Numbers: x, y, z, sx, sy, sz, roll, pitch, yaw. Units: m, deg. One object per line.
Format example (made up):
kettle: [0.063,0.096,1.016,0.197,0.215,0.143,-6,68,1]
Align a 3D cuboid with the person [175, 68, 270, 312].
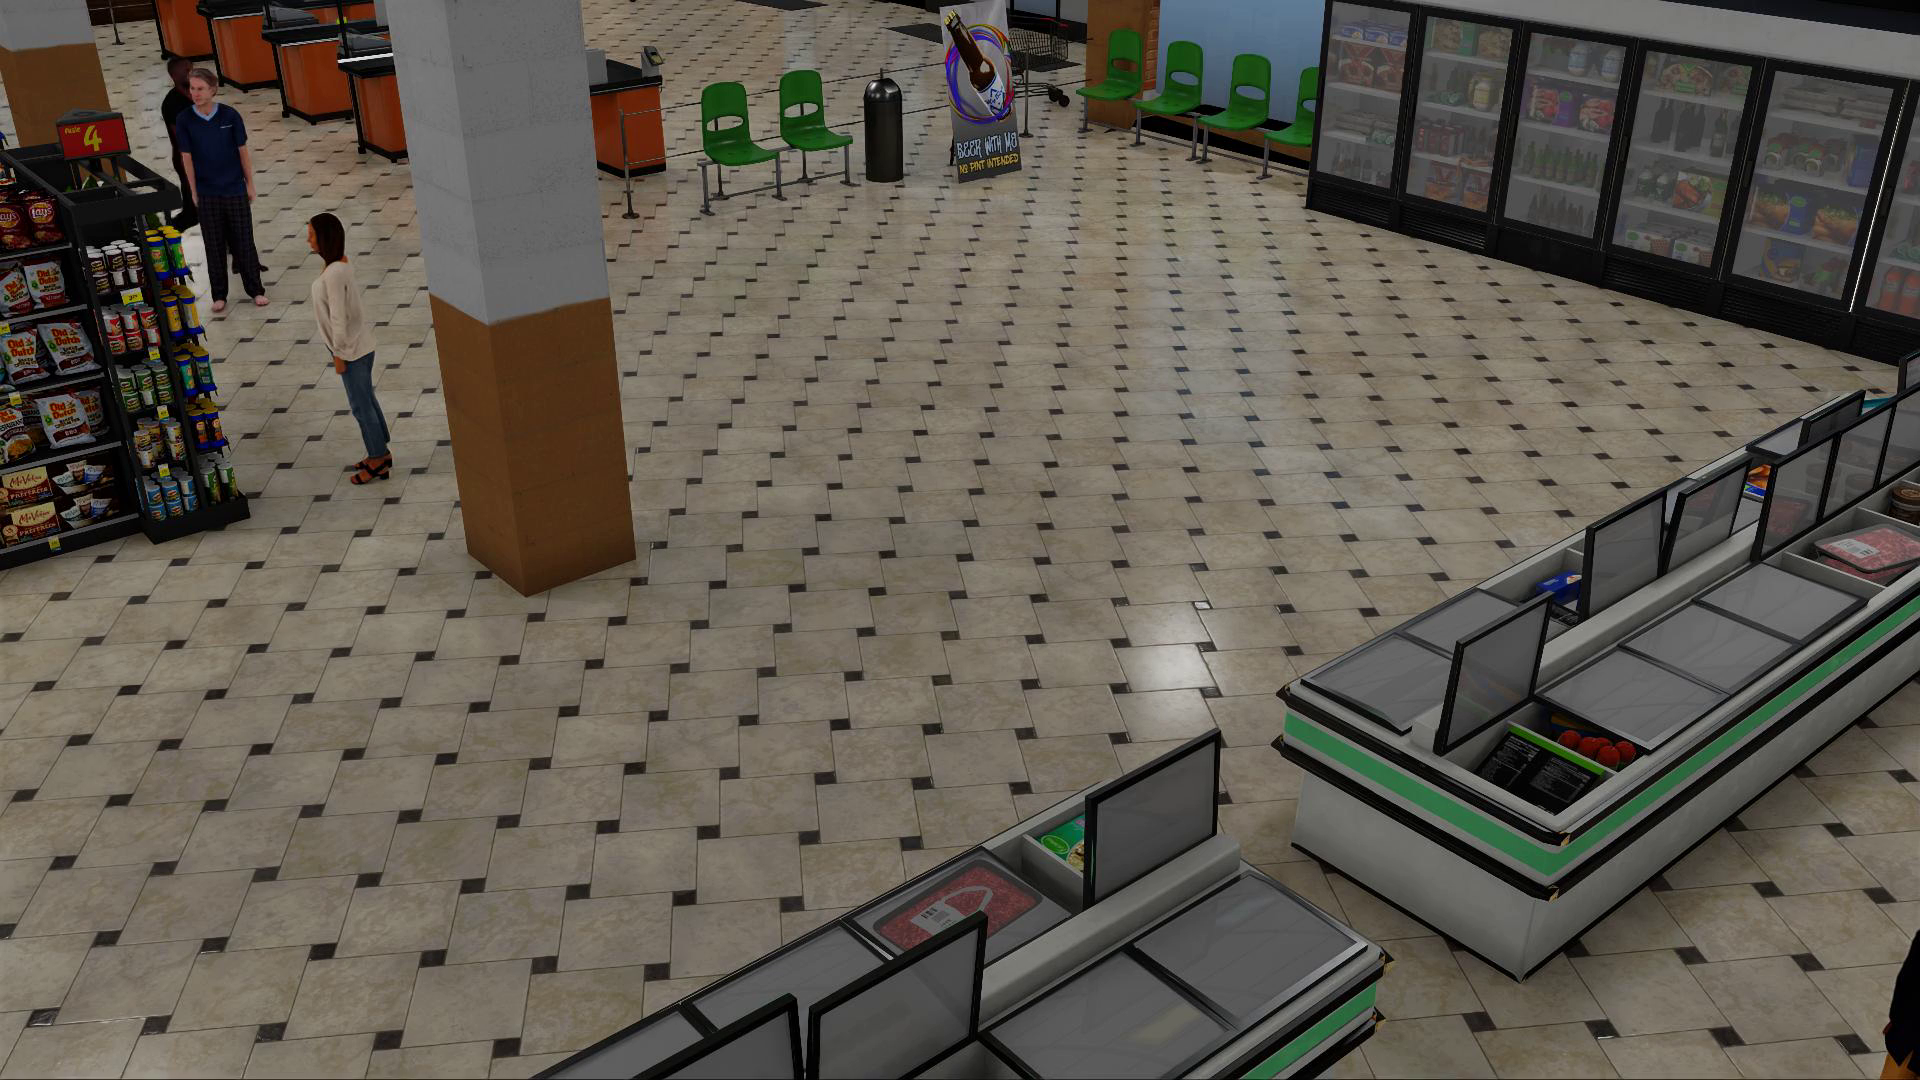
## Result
person: [-5.778,-2.740,12.988,0.591,1.870,0.780,-12,29,-22]

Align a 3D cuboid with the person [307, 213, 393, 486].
person: [-3.683,-1.162,10.090,0.678,1.678,0.691,-8,28,-15]

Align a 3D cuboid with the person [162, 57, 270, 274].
person: [-6.339,-3.002,13.601,1.272,1.783,1.127,-1,27,-1]
